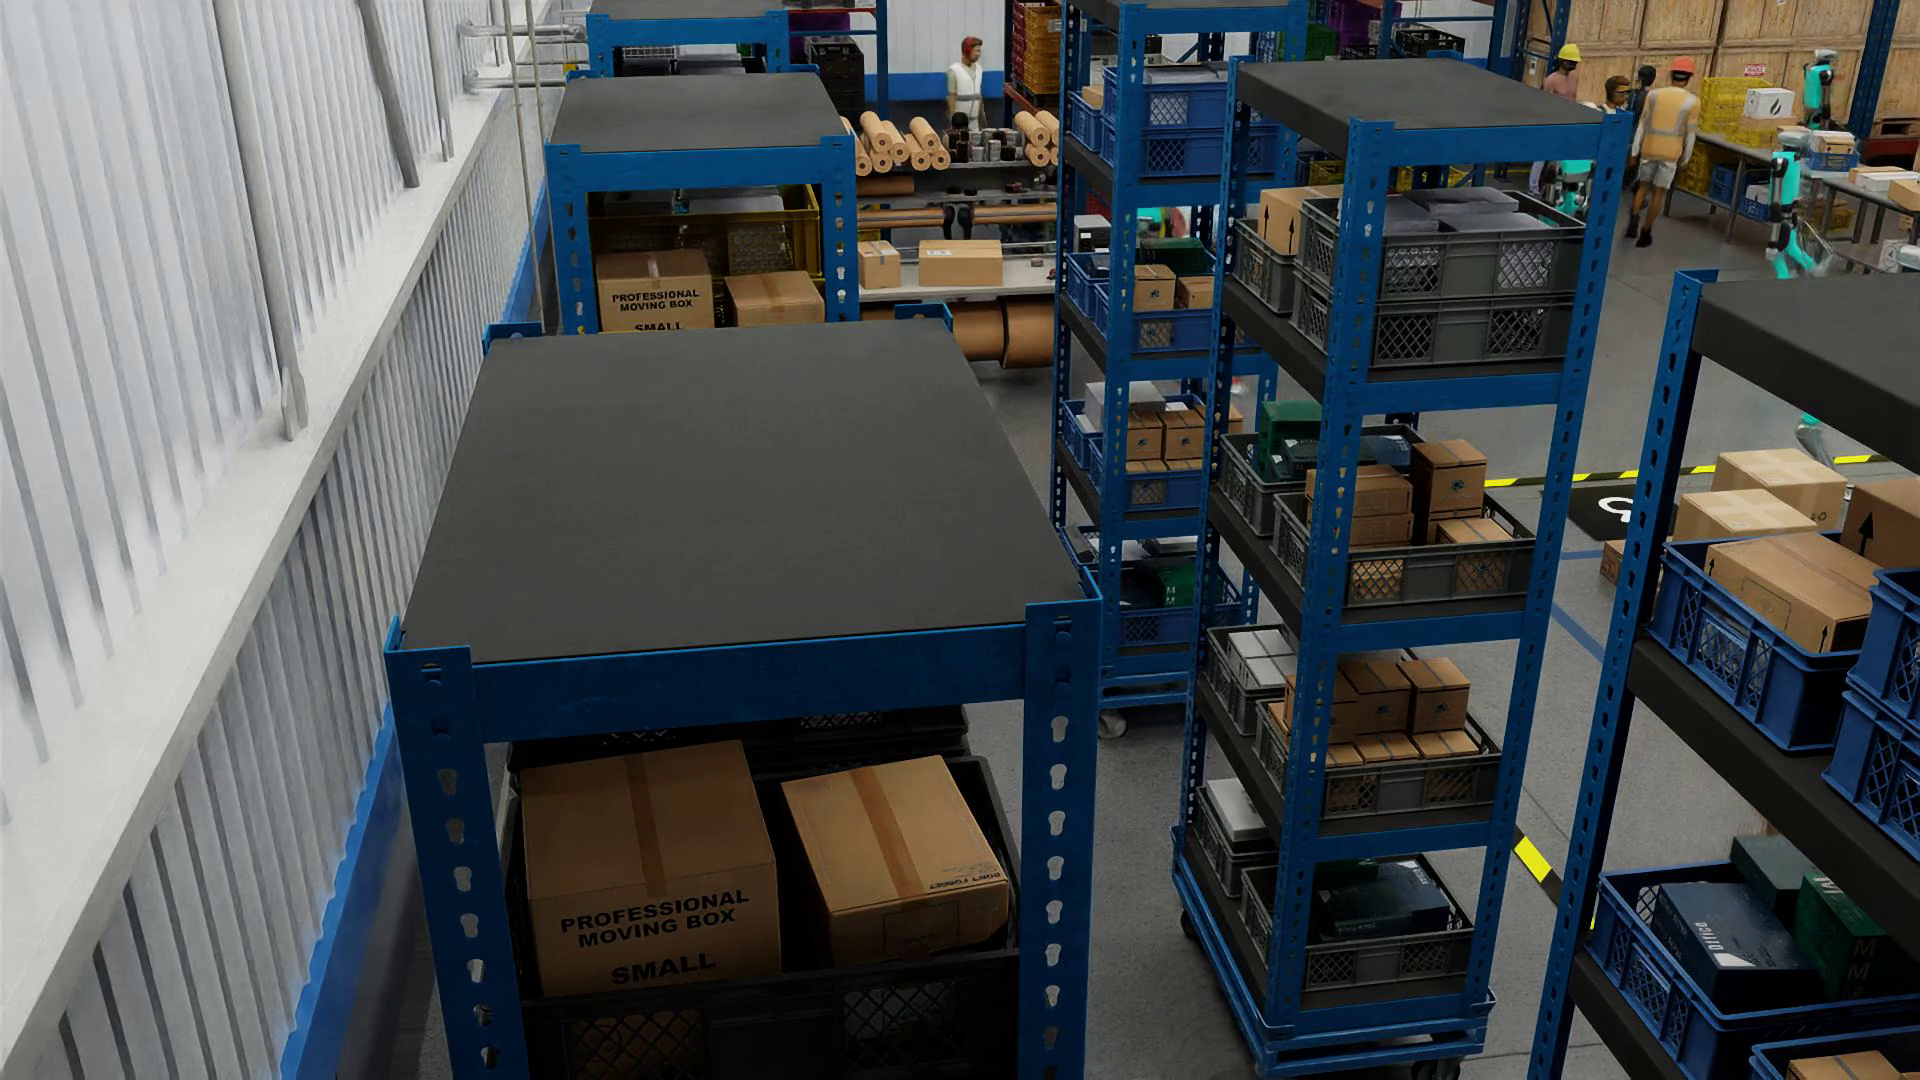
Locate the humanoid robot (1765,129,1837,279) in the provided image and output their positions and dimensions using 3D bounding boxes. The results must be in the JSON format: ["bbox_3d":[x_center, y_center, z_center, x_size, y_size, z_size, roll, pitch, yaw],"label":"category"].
[{"bbox_3d":[7.112,-2.484,14.062,0.744,1.879,0.539,18,30,34],"label":"humanoid robot"}]

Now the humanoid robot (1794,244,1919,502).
[{"bbox_3d":[5.774,-1.102,10.782,0.735,1.672,0.533,14,28,28],"label":"humanoid robot"}]

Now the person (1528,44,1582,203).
[{"bbox_3d":[6.699,-4.660,18.646,0.526,1.759,0.337,-14,28,-28],"label":"person"}]

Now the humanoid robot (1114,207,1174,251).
[{"bbox_3d":[1.445,-2.190,13.394,0.540,1.859,0.731,5,25,11],"label":"humanoid robot"}]

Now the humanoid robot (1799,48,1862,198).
[{"bbox_3d":[9.625,-4.536,18.384,0.893,1.742,0.552,1,25,2],"label":"humanoid robot"}]

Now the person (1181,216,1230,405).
[{"bbox_3d":[1.641,-1.261,11.145,0.396,1.850,0.596,-3,25,-6],"label":"person"}]

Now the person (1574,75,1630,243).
[{"bbox_3d":[6.267,-3.615,16.284,0.505,1.838,0.341,-19,31,-36],"label":"person"}]

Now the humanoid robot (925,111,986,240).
[{"bbox_3d":[-0.055,-3.116,15.411,0.610,1.636,0.622,1,25,2],"label":"humanoid robot"}]

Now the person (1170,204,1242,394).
[{"bbox_3d":[1.867,-2.111,12.991,0.659,1.852,1.026,-14,28,-27],"label":"person"}]

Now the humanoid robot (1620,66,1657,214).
[{"bbox_3d":[7.274,-4.313,18.043,0.783,1.619,0.596,-19,31,-35],"label":"humanoid robot"}]

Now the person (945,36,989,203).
[{"bbox_3d":[0.049,-4.720,18.696,0.481,1.820,0.620,21,32,38],"label":"person"}]

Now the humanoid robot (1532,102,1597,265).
[{"bbox_3d":[5.551,-3.169,15.567,0.544,1.900,0.728,-10,26,-20],"label":"humanoid robot"}]

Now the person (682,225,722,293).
[{"bbox_3d":[-1.925,-2.255,13.319,0.622,1.843,0.431,-22,33,-39],"label":"person"}]

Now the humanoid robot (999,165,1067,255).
[{"bbox_3d":[0.614,-2.710,14.533,0.616,1.632,0.664,-3,25,-7],"label":"humanoid robot"}]

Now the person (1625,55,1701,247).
[{"bbox_3d":[7.138,-3.932,16.875,0.565,1.909,0.446,18,30,34],"label":"person"}]
